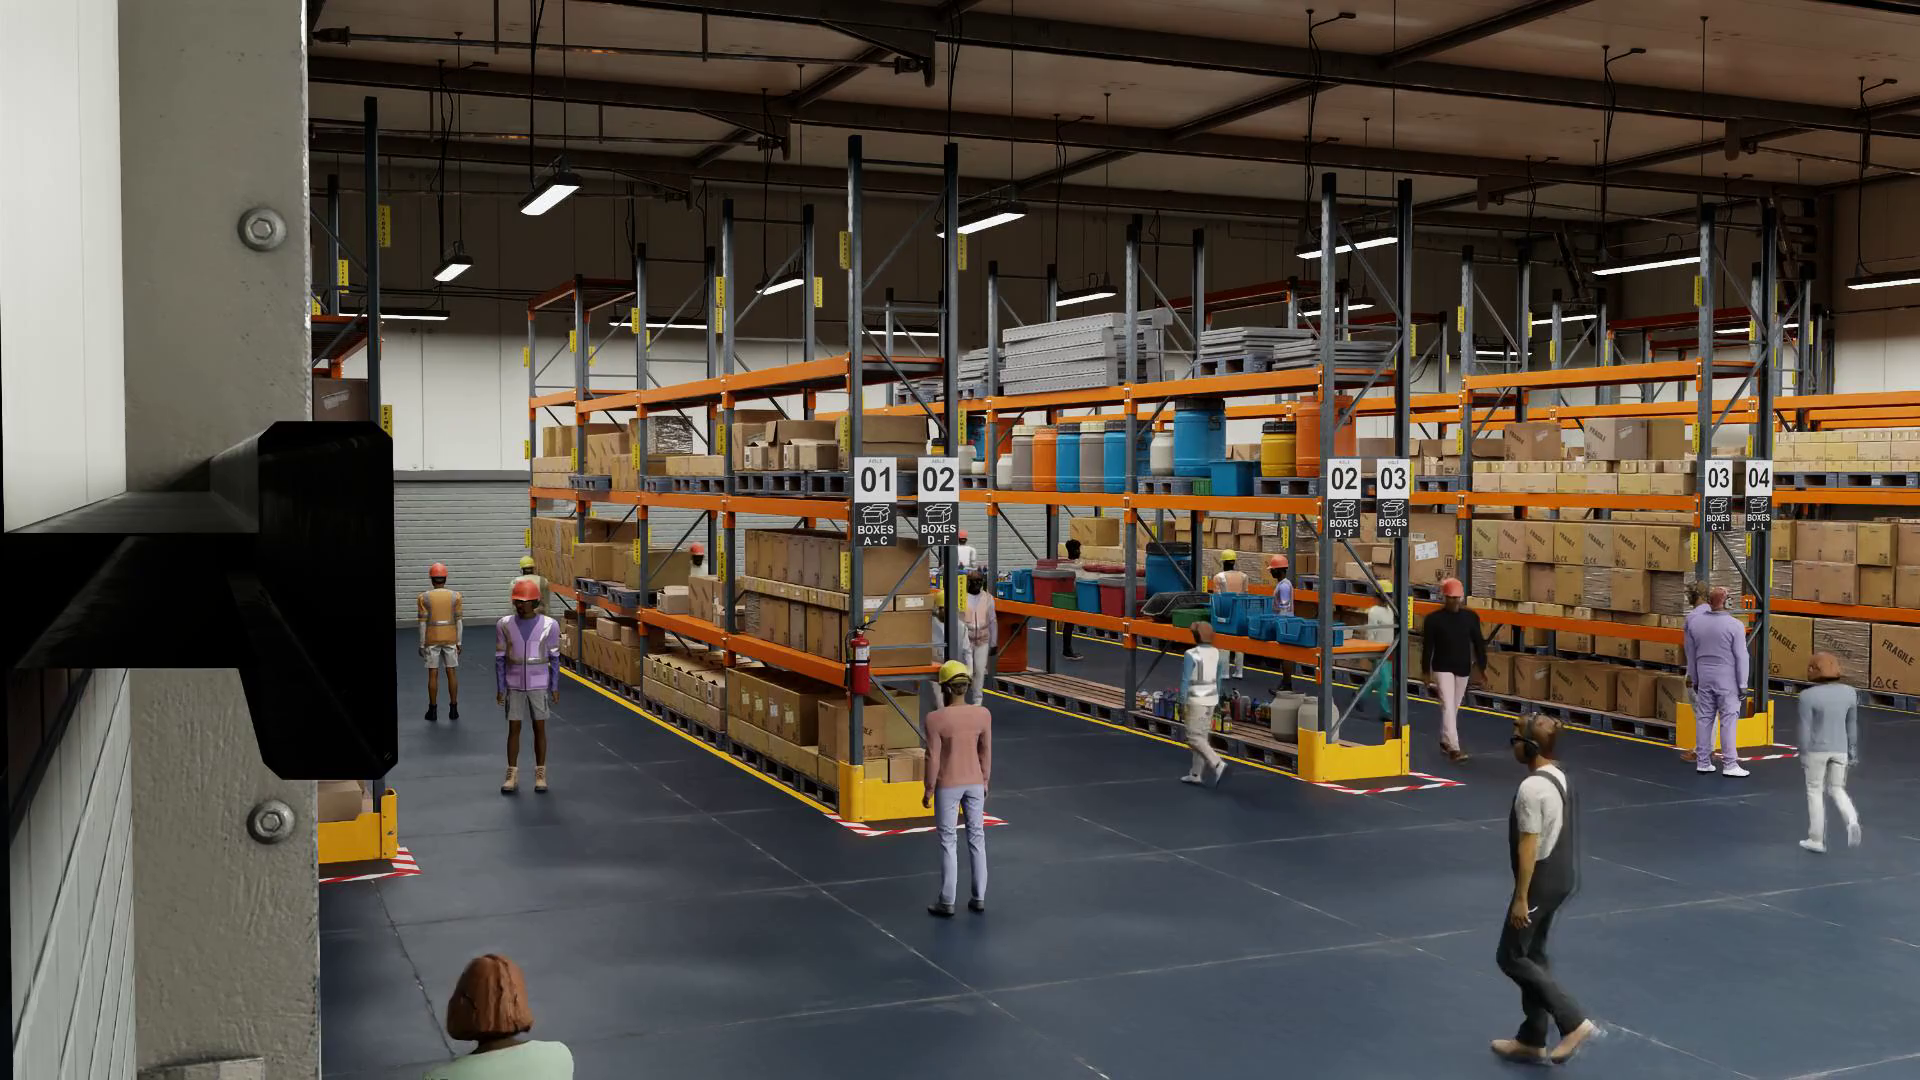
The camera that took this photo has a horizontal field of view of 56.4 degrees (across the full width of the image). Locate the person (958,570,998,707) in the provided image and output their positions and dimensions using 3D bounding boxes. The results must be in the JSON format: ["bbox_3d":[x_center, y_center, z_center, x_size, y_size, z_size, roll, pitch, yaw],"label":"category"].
[{"bbox_3d":[0.164,1.289,22.552,0.655,1.831,0.429,-1,2,-15],"label":"person"}]

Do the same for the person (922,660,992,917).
[{"bbox_3d":[-0.025,1.715,12.435,0.522,1.762,0.320,-1,2,-28],"label":"person"}]

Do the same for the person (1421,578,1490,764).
[{"bbox_3d":[5.264,1.375,19.099,0.626,1.941,1.046,0,2,-9],"label":"person"}]

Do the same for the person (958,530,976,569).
[{"bbox_3d":[0.045,0.734,36.377,0.556,1.895,0.972,-1,2,-15],"label":"person"}]

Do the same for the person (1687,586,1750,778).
[{"bbox_3d":[7.690,1.423,18.105,0.407,1.913,0.641,-1,3,-33],"label":"person"}]

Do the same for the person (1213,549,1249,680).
[{"bbox_3d":[3.965,1.098,26.387,0.595,1.923,0.374,-1,2,-24],"label":"person"}]

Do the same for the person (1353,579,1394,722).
[{"bbox_3d":[5.149,1.346,22.109,0.649,1.748,0.526,2,3,44],"label":"person"}]

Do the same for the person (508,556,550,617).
[{"bbox_3d":[-6.410,1.140,26.633,0.612,1.816,0.421,-1,2,-19],"label":"person"}]

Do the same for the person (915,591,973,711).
[{"bbox_3d":[-0.142,1.439,19.254,0.617,1.781,0.948,-1,2,-25],"label":"person"}]

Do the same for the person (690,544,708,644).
[{"bbox_3d":[-4.056,1.028,27.966,0.611,1.938,1.019,-1,2,-27],"label":"person"}]

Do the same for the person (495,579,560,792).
[{"bbox_3d":[-4.153,1.393,17.210,0.609,2.040,0.394,0,2,-6],"label":"person"}]

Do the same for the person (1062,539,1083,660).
[{"bbox_3d":[1.829,0.965,29.330,0.361,1.964,0.616,0,2,-1],"label":"person"}]

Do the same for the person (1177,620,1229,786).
[{"bbox_3d":[2.374,1.589,17.375,0.522,1.621,0.623,-2,3,-43],"label":"person"}]

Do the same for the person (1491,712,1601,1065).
[{"bbox_3d":[3.008,1.804,9.232,0.487,1.828,0.530,2,3,36],"label":"person"}]

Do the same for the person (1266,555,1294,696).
[{"bbox_3d":[4.394,1.169,24.580,0.382,1.930,0.540,0,2,10],"label":"person"}]

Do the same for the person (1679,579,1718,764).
[{"bbox_3d":[7.813,1.378,18.917,0.371,1.939,0.629,2,3,39],"label":"person"}]

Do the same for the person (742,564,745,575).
[{"bbox_3d":[-3.505,0.984,30.553,0.545,1.823,0.930,-1,3,-29],"label":"person"}]

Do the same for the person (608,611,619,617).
[{"bbox_3d":[-6.074,0.864,32.368,1.041,1.941,0.648,-1,2,-23],"label":"person"}]

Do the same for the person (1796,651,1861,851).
[{"bbox_3d":[6.979,1.705,14.382,0.520,1.618,0.495,0,2,-6],"label":"person"}]

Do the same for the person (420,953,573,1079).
[{"bbox_3d":[-1.387,2.049,5.327,0.513,1.630,0.276,-2,3,-41],"label":"person"}]

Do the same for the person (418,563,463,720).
[{"bbox_3d":[-6.453,1.250,22.232,0.543,1.941,0.353,-1,2,-26],"label":"person"}]
